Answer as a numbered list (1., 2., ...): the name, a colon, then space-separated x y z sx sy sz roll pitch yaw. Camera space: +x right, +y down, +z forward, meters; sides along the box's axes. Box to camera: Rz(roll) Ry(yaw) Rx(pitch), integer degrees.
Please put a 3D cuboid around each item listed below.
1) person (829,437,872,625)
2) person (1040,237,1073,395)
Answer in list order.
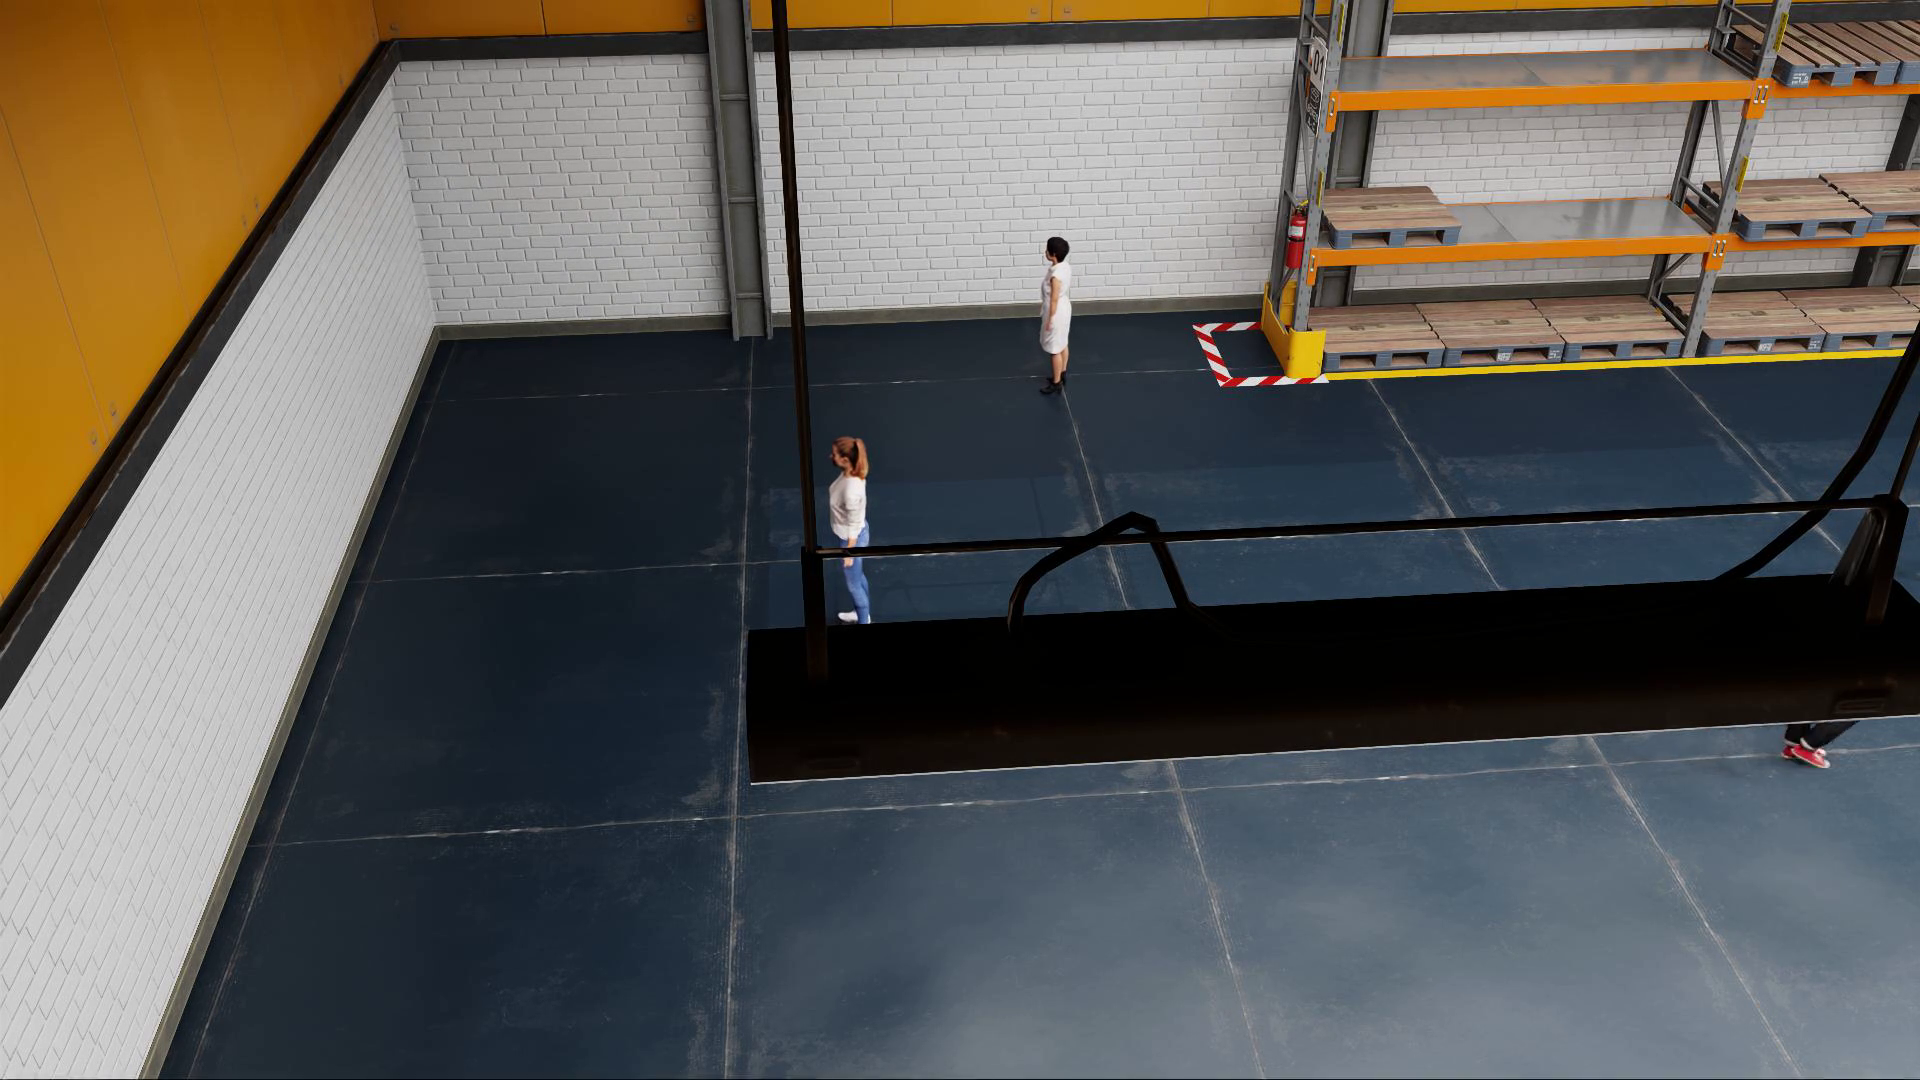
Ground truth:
1. person: -0.794 -0.007 12.293 0.516 1.719 0.616 -1 34 -2
2. person: 0.912 -2.117 15.617 0.629 1.553 0.633 9 35 14
